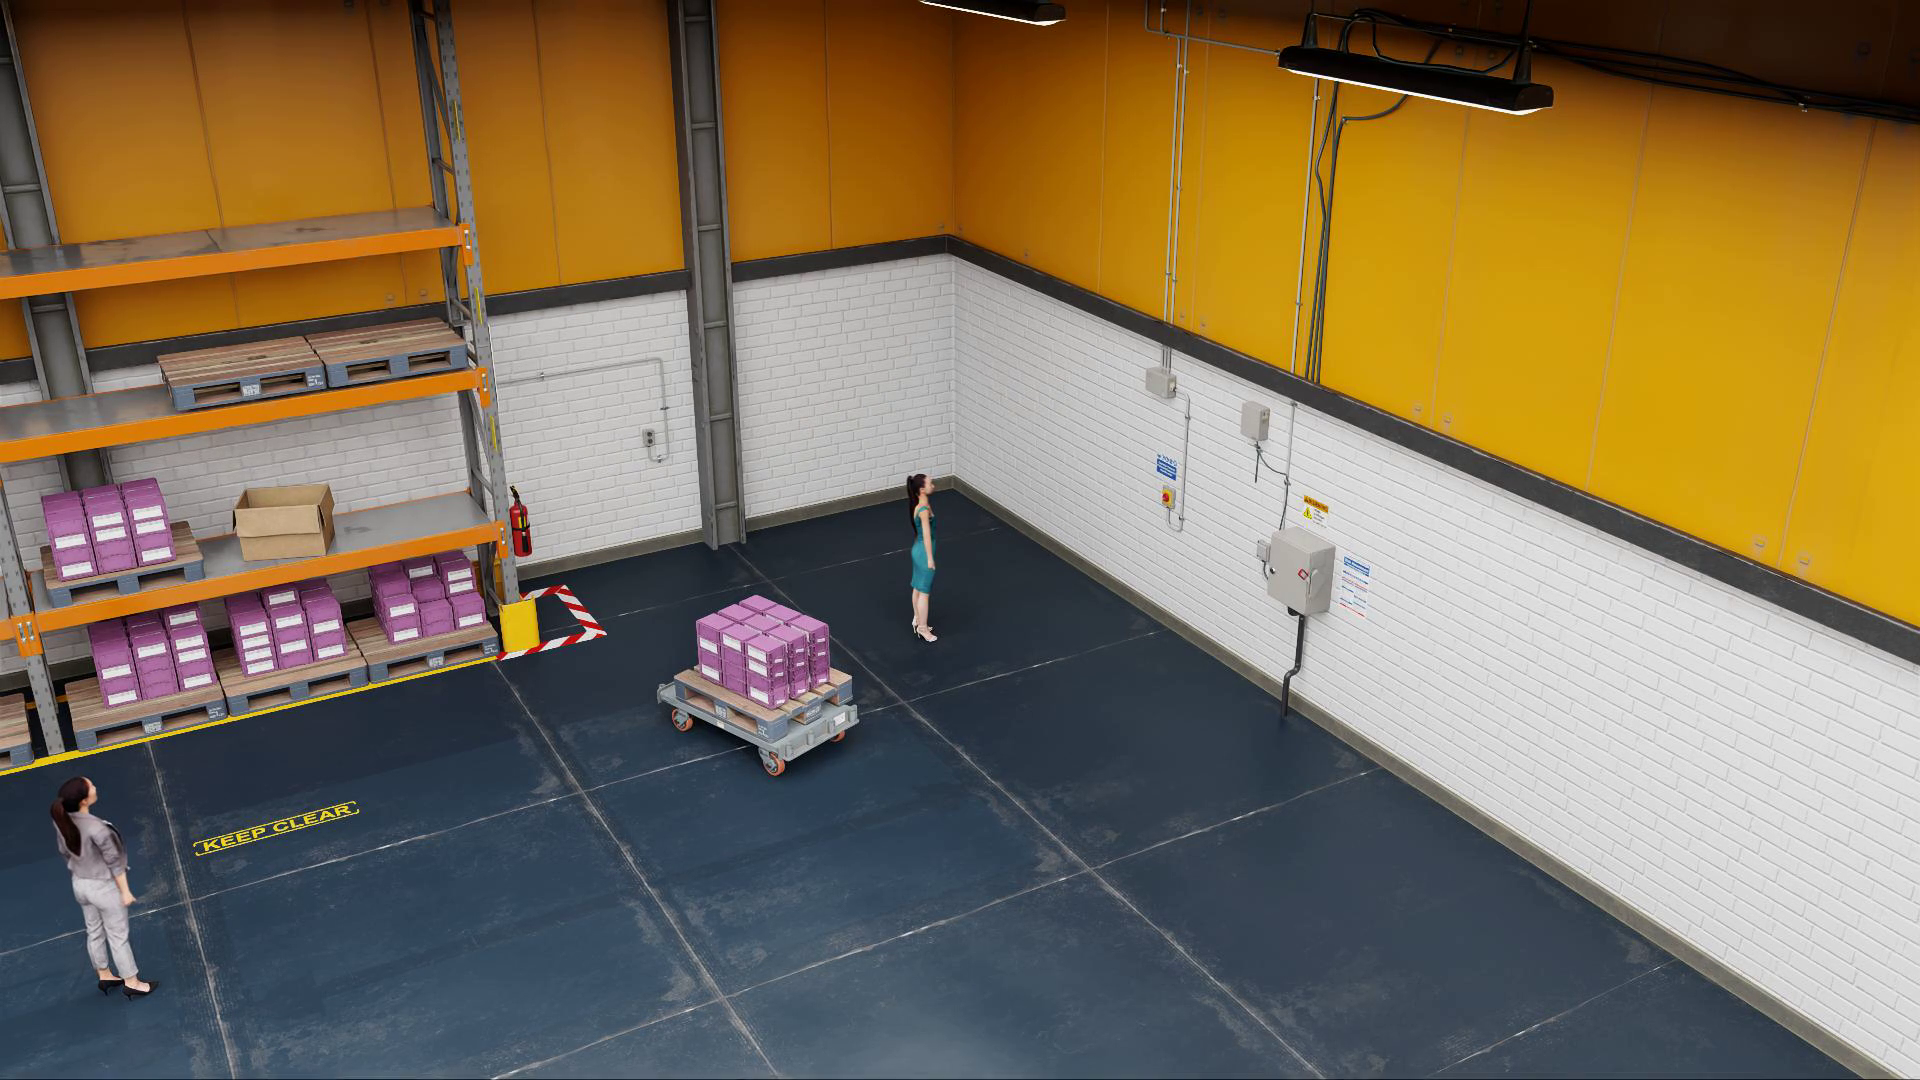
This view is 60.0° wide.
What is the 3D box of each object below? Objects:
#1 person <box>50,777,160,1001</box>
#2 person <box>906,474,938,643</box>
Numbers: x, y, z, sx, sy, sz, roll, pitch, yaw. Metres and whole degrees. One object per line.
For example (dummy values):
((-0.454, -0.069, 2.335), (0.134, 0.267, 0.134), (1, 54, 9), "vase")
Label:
((-5.702, 2.311, 11.010), (0.727, 1.678, 0.772), (9, 25, 20), "person")
((-0.347, 0.155, 15.933), (0.590, 1.685, 0.612), (-4, 24, -10), "person")
